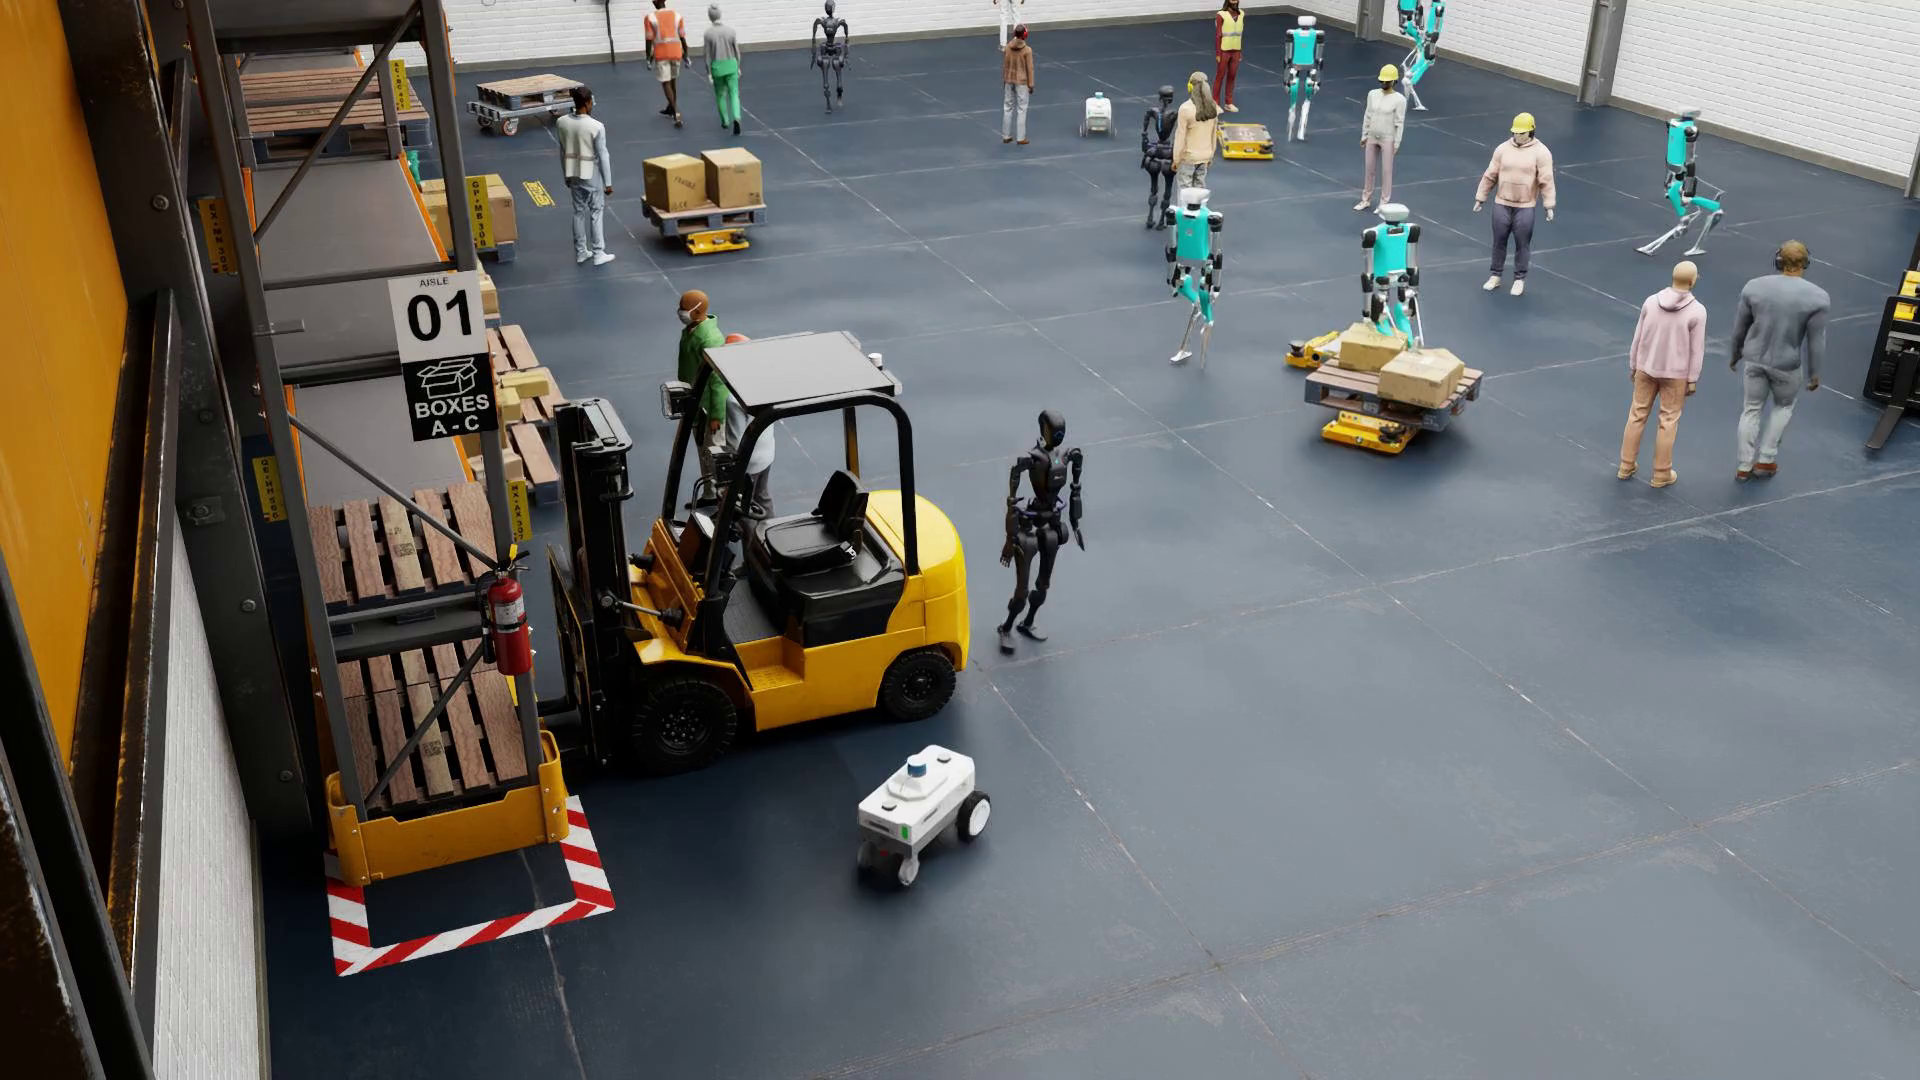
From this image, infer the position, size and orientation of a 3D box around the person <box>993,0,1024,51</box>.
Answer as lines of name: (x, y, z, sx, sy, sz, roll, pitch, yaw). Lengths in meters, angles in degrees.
person: (0.861, -9.564, 29.215, 0.573, 1.883, 0.356, -4, 27, -8)

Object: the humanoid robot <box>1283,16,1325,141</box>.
humanoid robot: (4.754, -6.337, 23.054, 0.530, 1.863, 0.776, 7, 28, 14)

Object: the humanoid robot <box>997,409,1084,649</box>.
humanoid robot: (0.503, -0.082, 10.593, 0.587, 1.646, 0.368, -15, 30, -27)

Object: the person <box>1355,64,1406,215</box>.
person: (5.023, -4.775, 19.829, 0.526, 1.761, 0.330, 24, 35, 39)

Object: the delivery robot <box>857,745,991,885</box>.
delivery robot: (-0.211, 1.417, 8.871, 0.499, 0.612, 0.801, 16, 31, 29)

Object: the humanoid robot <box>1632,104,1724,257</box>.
humanoid robot: (7.919, -3.829, 17.979, 1.023, 1.742, 0.544, -2, 27, -5)

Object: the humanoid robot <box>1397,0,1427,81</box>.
humanoid robot: (7.430, -8.334, 27.006, 0.795, 1.827, 0.550, -15, 30, -27)

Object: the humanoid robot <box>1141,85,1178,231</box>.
humanoid robot: (2.350, -4.414, 19.193, 0.591, 1.650, 0.342, 15, 30, 27)

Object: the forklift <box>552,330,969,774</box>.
forklift: (-1.094, 0.010, 9.831, 2.313, 2.155, 1.214, -10, 28, -20)

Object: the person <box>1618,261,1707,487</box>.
person: (5.424, -1.277, 12.841, 0.536, 1.781, 0.400, 21, 34, 36)

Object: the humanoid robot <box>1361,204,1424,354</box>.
humanoid robot: (3.734, -1.922, 14.169, 0.545, 1.768, 0.738, -8, 28, -15)

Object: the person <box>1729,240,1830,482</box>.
person: (6.315, -1.375, 12.900, 0.686, 1.909, 0.525, 22, 34, 37)

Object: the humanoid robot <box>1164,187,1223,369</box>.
humanoid robot: (2.182, -2.337, 15.106, 0.530, 1.855, 0.795, 14, 30, 26)

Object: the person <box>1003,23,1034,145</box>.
person: (0.796, -6.283, 22.954, 0.471, 1.640, 0.344, 13, 30, 24)

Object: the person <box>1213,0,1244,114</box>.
person: (3.992, -7.269, 24.775, 0.476, 1.768, 0.366, -13, 30, -24)

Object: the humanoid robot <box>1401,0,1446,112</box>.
humanoid robot: (6.814, -7.252, 24.908, 0.733, 1.889, 0.545, 3, 27, 6)

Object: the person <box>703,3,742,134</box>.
person: (-3.346, -6.687, 23.585, 0.529, 1.824, 0.790, -6, 27, -12)

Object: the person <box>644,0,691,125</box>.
person: (-4.220, -7.030, 24.144, 0.652, 1.917, 0.940, -17, 31, -30)

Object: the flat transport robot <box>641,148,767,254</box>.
flat transport robot: (-2.943, -3.583, 19.114, 0.659, 0.231, 1.431, -11, 29, -21)

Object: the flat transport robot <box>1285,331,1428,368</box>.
flat transport robot: (3.781, -1.636, 15.241, 1.431, 0.231, 0.659, 20, 33, 34)

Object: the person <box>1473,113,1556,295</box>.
person: (5.731, -3.480, 17.147, 0.821, 1.855, 0.431, 16, 31, 29)

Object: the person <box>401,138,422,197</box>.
person: (-6.041, -3.953, 18.101, 0.400, 1.843, 0.501, -19, 32, -33)

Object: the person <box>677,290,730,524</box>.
person: (-1.879, -0.987, 12.267, 0.384, 1.781, 0.550, -14, 30, -25)

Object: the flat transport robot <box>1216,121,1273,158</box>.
flat transport robot: (3.925, -5.512, 22.952, 0.659, 0.231, 1.431, 2, 27, 3)

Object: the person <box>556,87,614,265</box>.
person: (-4.036, -3.923, 17.972, 0.601, 1.906, 0.414, 10, 28, 20)

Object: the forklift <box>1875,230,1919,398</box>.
forklift: (9.029, -2.397, 14.618, 1.214, 2.155, 2.313, 18, 32, 32)

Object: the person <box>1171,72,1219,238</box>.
person: (2.667, -4.345, 18.858, 0.569, 1.868, 0.409, -15, 30, -28)

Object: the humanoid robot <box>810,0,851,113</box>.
humanoid robot: (-1.932, -7.243, 24.828, 0.609, 1.638, 0.487, 0, 27, 0)

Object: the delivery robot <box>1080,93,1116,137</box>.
delivery robot: (1.974, -6.063, 23.744, 0.499, 0.609, 0.805, 1, 27, 3)

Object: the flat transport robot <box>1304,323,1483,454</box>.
flat transport robot: (3.675, -1.113, 14.201, 0.659, 0.231, 1.431, 17, 31, 30)

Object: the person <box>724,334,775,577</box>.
person: (-1.472, -0.590, 11.526, 0.350, 1.737, 0.572, 9, 28, 17)
